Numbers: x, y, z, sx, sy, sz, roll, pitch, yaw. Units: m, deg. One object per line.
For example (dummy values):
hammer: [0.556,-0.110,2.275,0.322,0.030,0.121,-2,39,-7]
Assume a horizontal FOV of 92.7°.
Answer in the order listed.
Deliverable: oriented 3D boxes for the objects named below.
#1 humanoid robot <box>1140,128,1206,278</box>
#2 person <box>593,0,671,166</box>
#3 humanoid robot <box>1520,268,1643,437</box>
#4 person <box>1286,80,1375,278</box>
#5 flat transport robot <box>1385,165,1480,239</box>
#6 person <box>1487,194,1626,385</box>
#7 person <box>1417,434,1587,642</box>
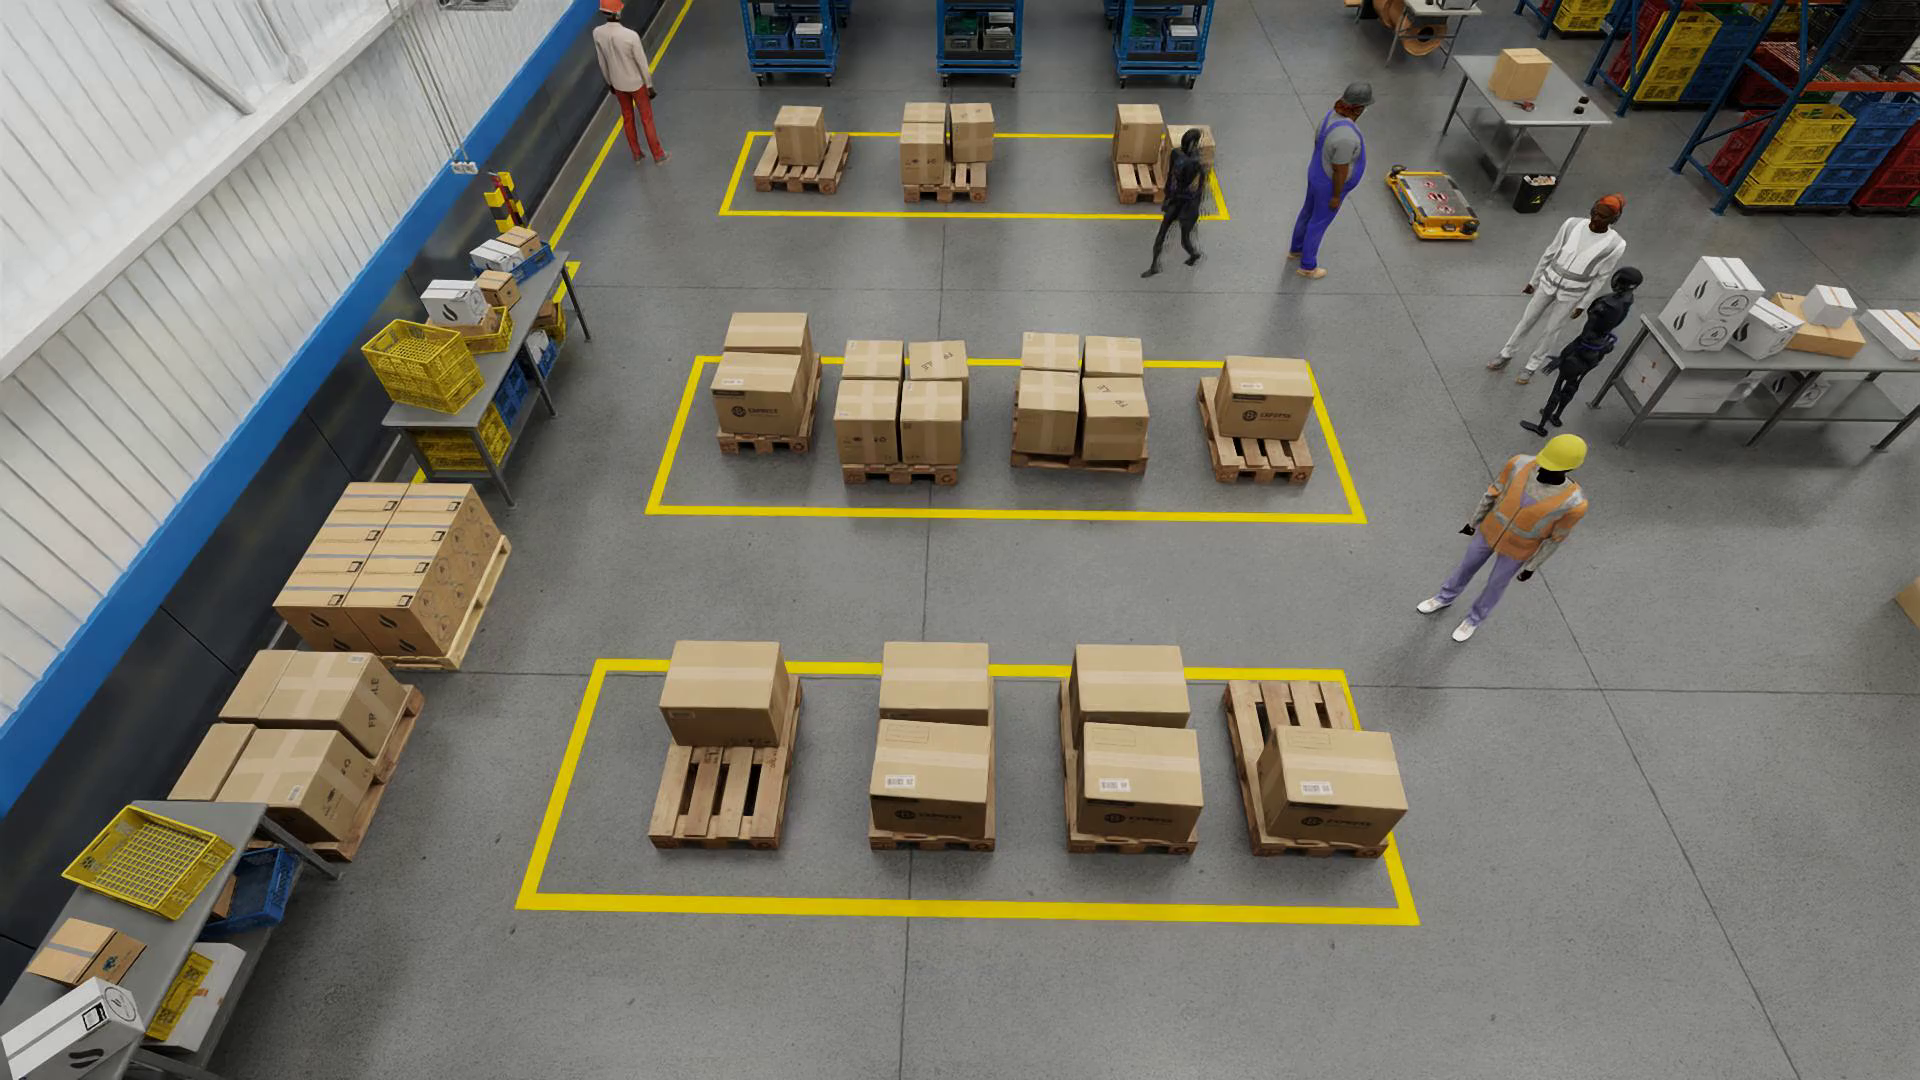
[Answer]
humanoid robot: [2.381,-3.565,9.732,0.726,1.654,0.593,-31,56,-24]
person: [-4.053,-5.621,11.258,0.612,1.993,0.393,10,50,8]
humanoid robot: [5.440,-1.645,8.018,0.601,1.653,0.328,-24,53,-20]
person: [3.924,-3.784,9.638,0.537,2.000,0.678,-3,49,-2]
flat transport robot: [5.692,-4.094,11.059,0.652,0.197,1.431,1,49,1]
person: [5.532,-2.296,8.455,0.356,1.882,0.574,-32,56,-24]
person: [3.841,-0.005,6.441,0.366,1.927,0.586,-25,54,-20]
